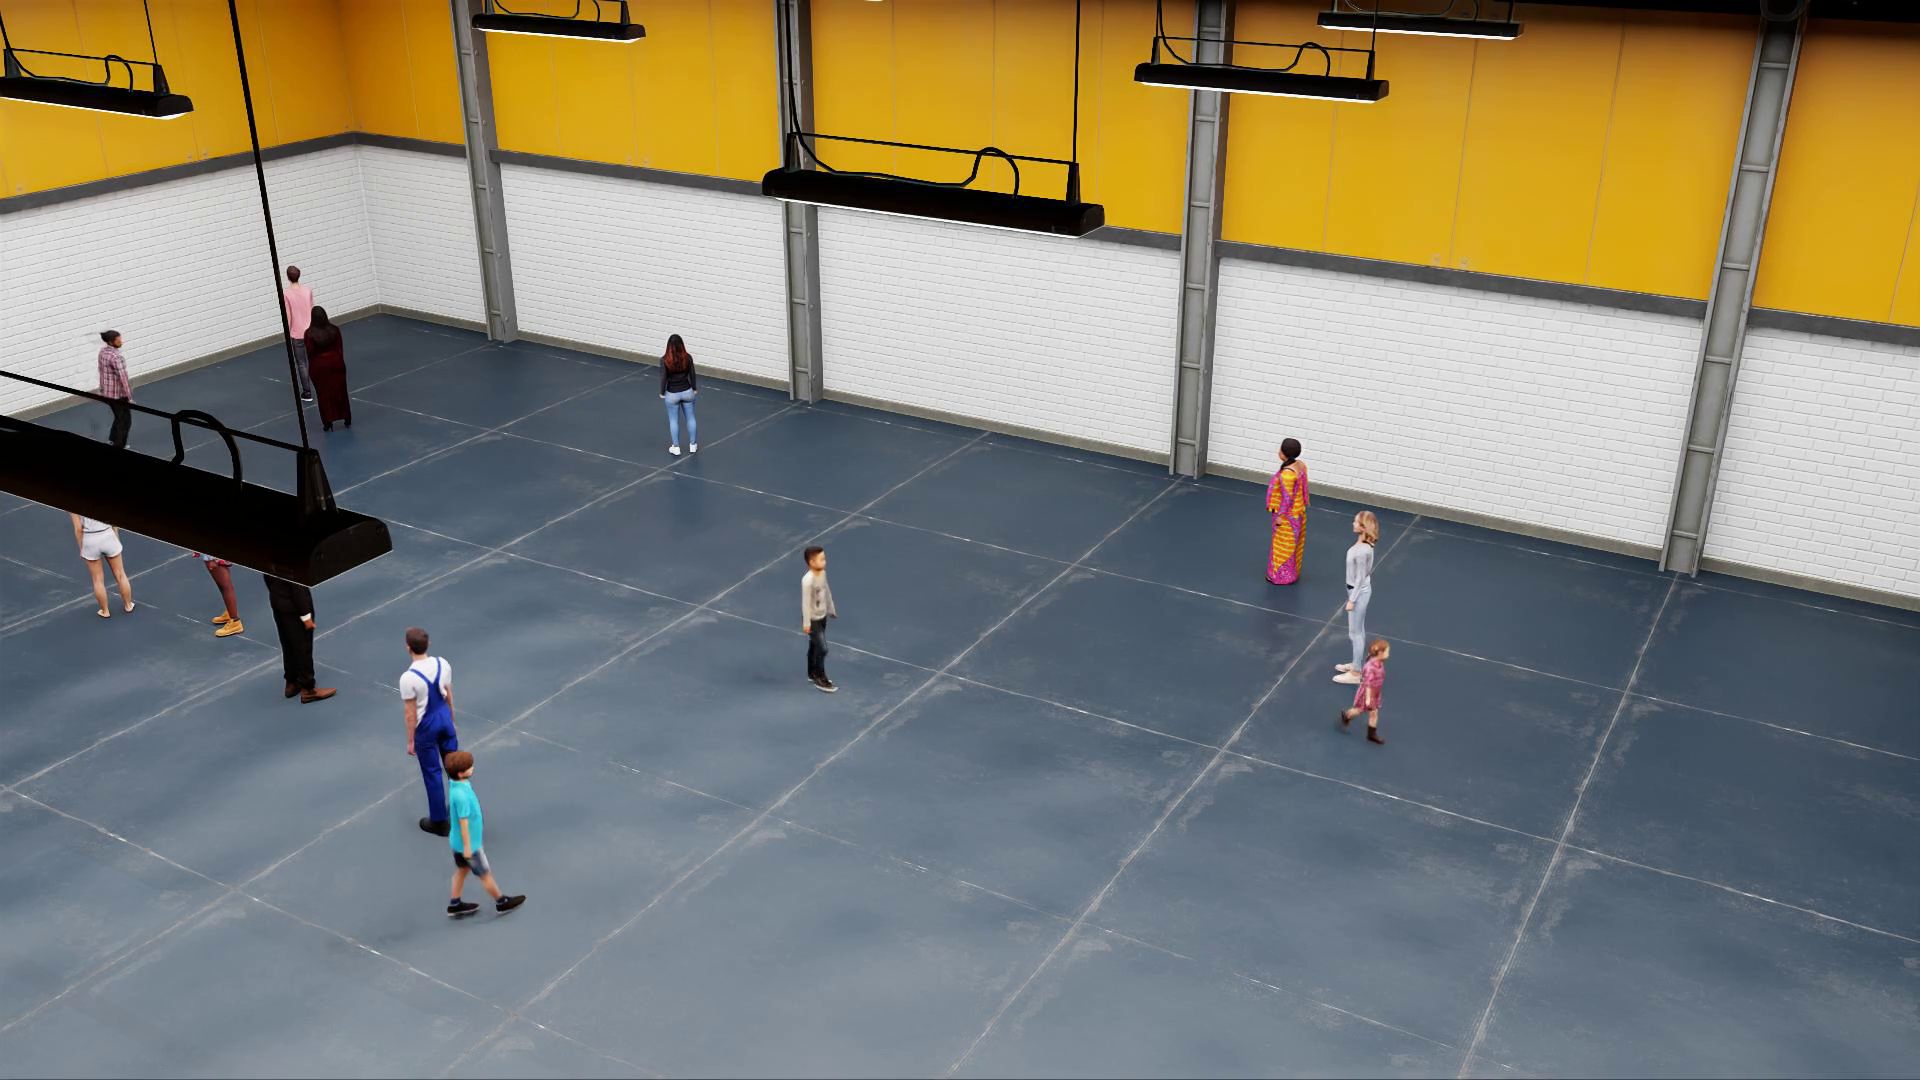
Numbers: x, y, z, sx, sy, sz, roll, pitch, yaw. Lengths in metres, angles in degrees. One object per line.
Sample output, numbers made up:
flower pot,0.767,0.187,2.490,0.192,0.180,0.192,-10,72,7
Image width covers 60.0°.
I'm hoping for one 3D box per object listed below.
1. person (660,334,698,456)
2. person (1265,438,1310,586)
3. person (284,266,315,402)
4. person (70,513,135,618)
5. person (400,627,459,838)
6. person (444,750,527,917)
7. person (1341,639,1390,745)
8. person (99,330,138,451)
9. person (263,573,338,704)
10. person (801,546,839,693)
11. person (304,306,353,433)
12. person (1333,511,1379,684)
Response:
person,-3.707,-1.936,21.981,0.728,1.634,0.761,-9,25,-20
person,3.580,-0.350,18.294,0.658,1.681,0.652,11,26,23
person,-9.477,-2.988,23.984,0.598,1.958,0.670,19,30,37
person,-9.047,0.046,17.490,0.659,1.600,0.681,-15,28,-30
person,-4.350,1.561,13.715,0.615,1.849,0.656,17,29,34
person,-3.811,2.259,12.644,0.860,1.428,0.849,-10,26,-22
person,3.715,1.367,15.214,0.533,1.002,0.737,-21,31,-39
person,-11.098,-1.897,21.770,0.643,1.732,0.852,13,27,28
person,-6.347,0.630,15.775,0.597,1.904,0.801,18,30,36
person,-1.456,0.738,16.082,0.664,1.459,0.635,8,25,18
person,-8.664,-2.358,22.793,0.738,1.757,0.717,-19,30,-36
person,3.858,0.545,16.106,0.568,1.796,0.626,8,25,17
